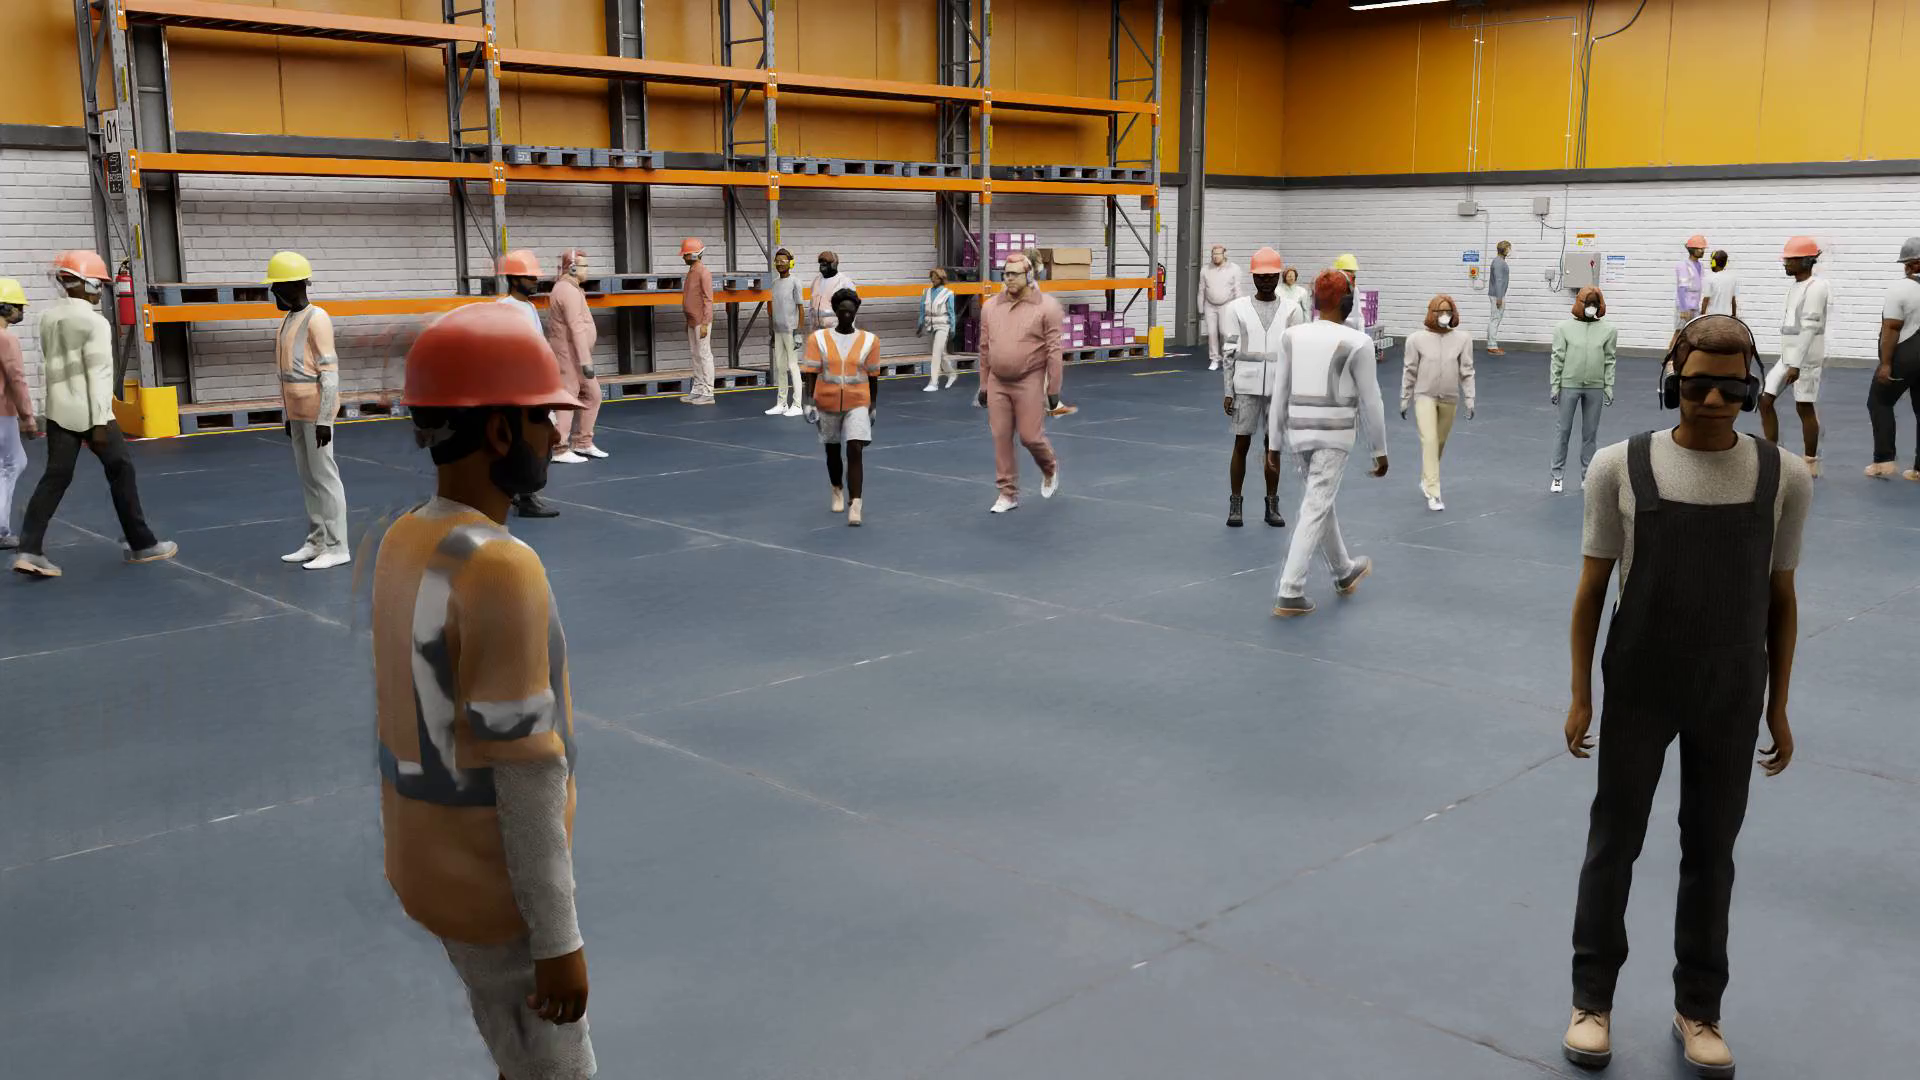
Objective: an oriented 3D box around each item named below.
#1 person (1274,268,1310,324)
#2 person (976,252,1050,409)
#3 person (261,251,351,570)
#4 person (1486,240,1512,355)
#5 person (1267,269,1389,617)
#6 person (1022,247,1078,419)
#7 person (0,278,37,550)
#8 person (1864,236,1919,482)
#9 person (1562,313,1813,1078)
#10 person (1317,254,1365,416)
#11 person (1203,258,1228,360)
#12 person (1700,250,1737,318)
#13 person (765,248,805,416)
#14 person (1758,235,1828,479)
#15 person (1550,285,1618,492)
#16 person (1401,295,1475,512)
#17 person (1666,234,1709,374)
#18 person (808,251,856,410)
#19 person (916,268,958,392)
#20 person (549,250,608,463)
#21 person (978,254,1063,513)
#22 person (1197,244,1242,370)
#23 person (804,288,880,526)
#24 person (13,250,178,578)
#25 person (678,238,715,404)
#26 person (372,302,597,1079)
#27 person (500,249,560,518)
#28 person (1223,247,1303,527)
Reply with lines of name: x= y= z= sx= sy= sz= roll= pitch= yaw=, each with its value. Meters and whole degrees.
person: x=4.453 y=-2.893 z=22.553 sx=0.532 sy=1.591 sz=0.871 roll=0 pitch=10 yaw=1
person: x=0.653 y=-2.404 z=19.256 sx=0.983 sy=1.846 sz=0.574 roll=3 pitch=11 yaw=16
person: x=-3.977 y=-0.779 z=10.110 sx=0.381 sy=1.923 sz=0.592 roll=-9 pitch=14 yaw=-40
person: x=9.156 y=-4.115 z=28.267 sx=0.355 sy=1.936 sz=0.635 roll=3 pitch=11 yaw=17
person: x=2.028 y=-0.531 z=8.999 sx=0.986 sy=1.830 sz=0.607 roll=-9 pitch=14 yaw=-41
person: x=0.794 y=-2.238 z=18.173 sx=0.968 sy=1.889 sz=0.629 roll=0 pitch=10 yaw=2
person: x=-6.180 y=-0.807 z=10.744 sx=0.589 sy=1.741 sz=0.439 roll=8 pitch=13 yaw=37
person: x=7.835 y=-1.500 z=13.723 sx=0.711 sy=2.000 sz=0.676 roll=-1 pitch=10 yaw=-8
person: x=1.732 y=0.381 z=4.003 sx=0.516 sy=1.842 sz=0.328 roll=2 pitch=11 yaw=13
person: x=4.276 y=-2.224 z=18.286 sx=0.627 sy=1.807 sz=0.704 roll=-9 pitch=14 yaw=-40
person: x=4.235 y=-3.759 z=27.024 sx=0.502 sy=1.677 sz=0.548 roll=-10 pitch=14 yaw=-42
person: x=9.661 y=-2.764 z=21.164 sx=0.513 sy=1.846 sz=0.593 roll=-4 pitch=11 yaw=-19
person: x=-1.973 y=-2.331 z=18.706 sx=0.531 sy=1.876 sz=0.317 roll=9 pitch=14 yaw=42
person: x=6.861 y=-1.497 z=13.776 sx=0.711 sy=2.019 sz=0.613 roll=1 pitch=10 yaw=3
person: x=4.902 y=-1.184 z=13.110 sx=0.499 sy=1.633 sz=0.289 roll=1 pitch=10 yaw=5
person: x=3.590 y=-1.054 z=12.530 sx=0.510 sy=1.588 sz=0.877 roll=0 pitch=10 yaw=-1
person: x=10.582 y=-3.391 z=24.069 sx=0.612 sy=2.044 sz=0.410 roll=-8 pitch=13 yaw=-36
person: x=-1.501 y=-2.401 z=19.182 sx=0.633 sy=1.841 sz=0.429 roll=7 pitch=13 yaw=34
person: x=-0.254 y=-2.767 z=21.825 sx=0.518 sy=1.603 sz=0.815 roll=9 pitch=14 yaw=40
person: x=-3.365 y=-1.620 z=14.783 sx=0.643 sy=1.886 sz=0.661 roll=-3 pitch=11 yaw=-14
person: x=0.450 y=-1.155 z=12.254 sx=0.653 sy=1.891 sz=0.625 roll=5 pitch=12 yaw=27
person: x=3.868 y=-3.476 z=24.922 sx=0.671 sy=1.883 sz=0.450 roll=4 pitch=11 yaw=22
person: x=-0.835 y=-0.966 z=11.851 sx=0.534 sy=1.658 sz=0.861 roll=0 pitch=10 yaw=-2
person: x=-5.288 y=-0.753 z=9.942 sx=0.628 sy=1.949 sz=1.037 roll=5 pitch=11 yaw=25
person: x=-3.167 y=-2.623 z=19.996 sx=0.391 sy=1.987 sz=0.608 roll=-6 pitch=12 yaw=-29
person: x=-0.851 y=0.568 z=2.791 sx=0.656 sy=1.916 sz=0.560 roll=-6 pitch=12 yaw=-31
person: x=-3.143 y=-1.103 z=11.881 sx=0.474 sy=1.921 sz=0.552 roll=2 pitch=11 yaw=11
person: x=2.101 y=-1.052 z=11.559 sx=0.543 sy=1.939 sz=0.360 roll=0 pitch=10 yaw=2
